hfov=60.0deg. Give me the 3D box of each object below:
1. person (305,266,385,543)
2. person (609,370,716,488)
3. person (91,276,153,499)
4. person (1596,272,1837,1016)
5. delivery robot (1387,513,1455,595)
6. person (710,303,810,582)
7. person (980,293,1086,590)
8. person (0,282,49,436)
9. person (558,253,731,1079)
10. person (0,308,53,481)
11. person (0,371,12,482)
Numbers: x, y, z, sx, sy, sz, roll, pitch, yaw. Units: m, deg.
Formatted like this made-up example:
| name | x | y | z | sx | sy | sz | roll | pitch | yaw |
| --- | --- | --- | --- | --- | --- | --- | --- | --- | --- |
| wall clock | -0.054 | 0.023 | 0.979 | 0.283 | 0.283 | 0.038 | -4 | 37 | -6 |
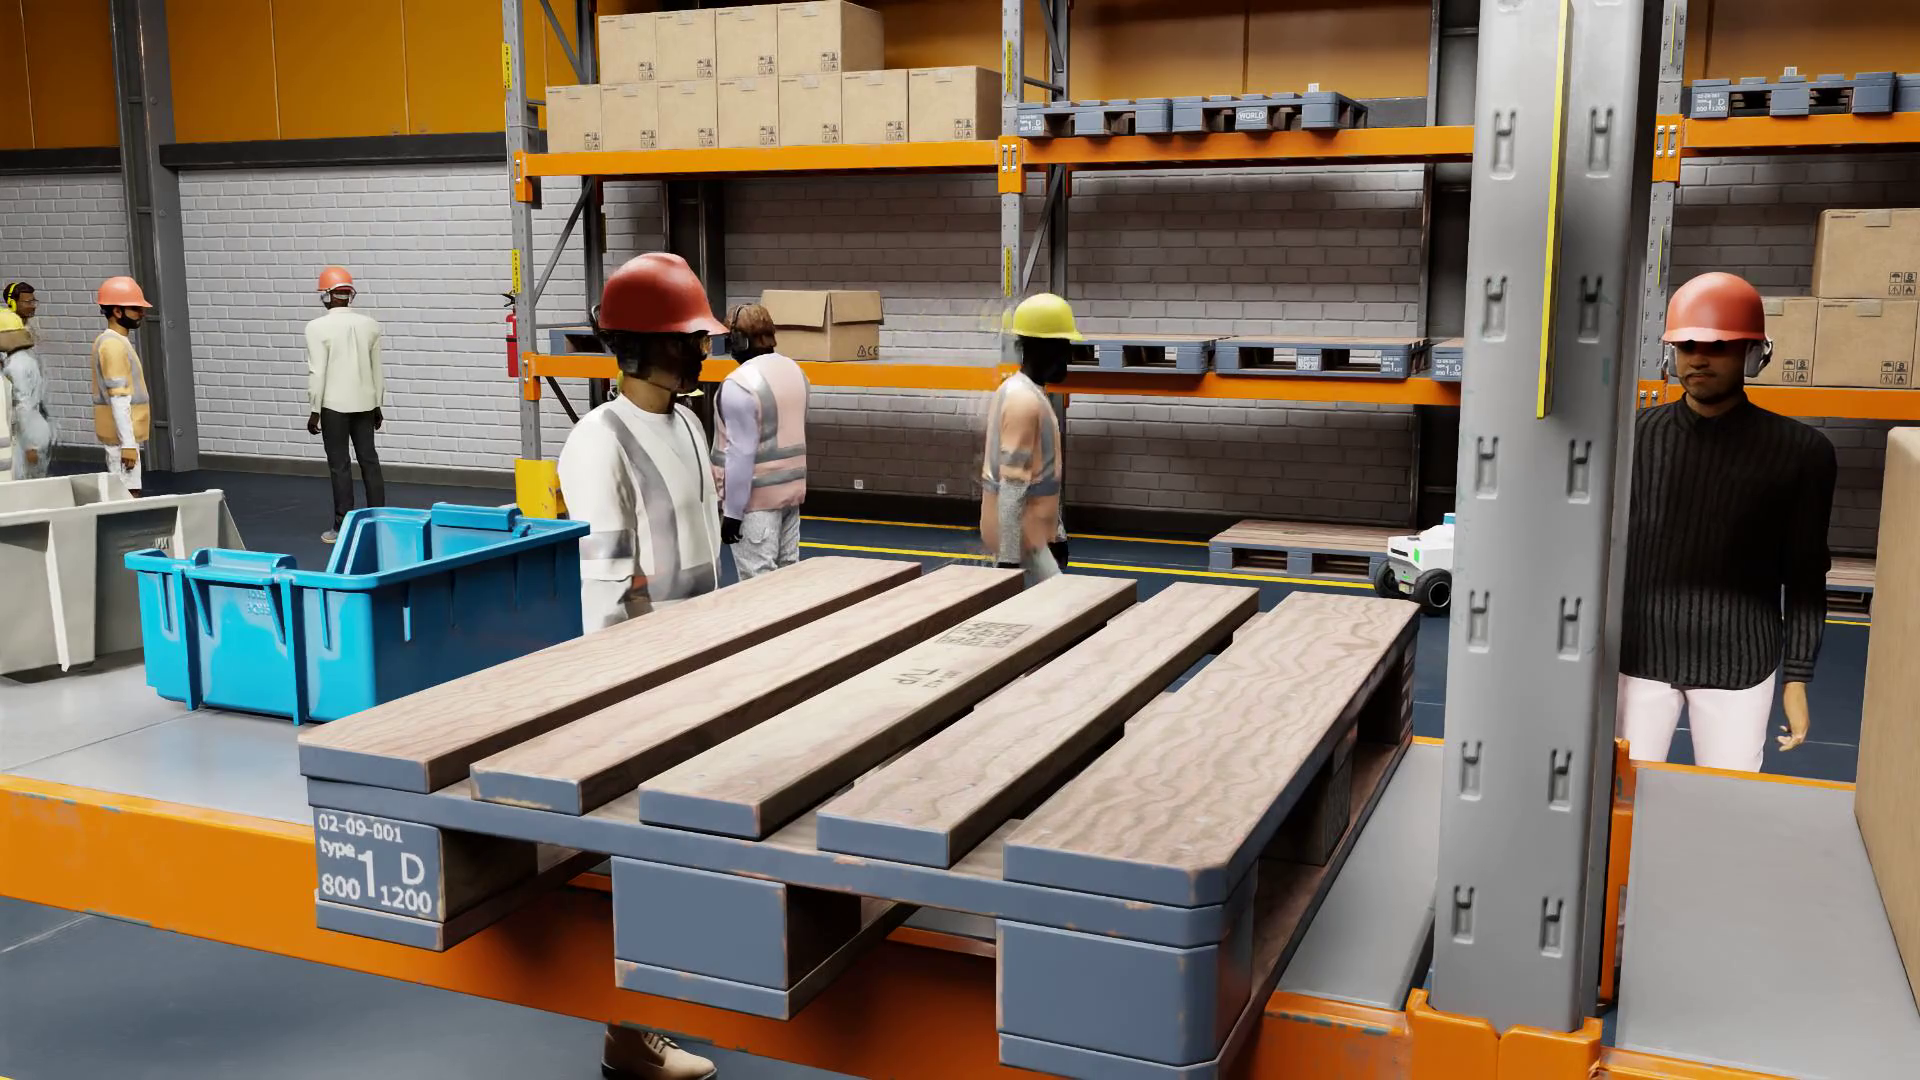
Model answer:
| name | x | y | z | sx | sy | sz | roll | pitch | yaw |
| --- | --- | --- | --- | --- | --- | --- | --- | --- | --- |
| person | -4.447 | -0.969 | 12.015 | 0.396 | 1.992 | 0.623 | 6 | 11 | 33 |
| person | -0.922 | 0.296 | 5.115 | 0.302 | 1.772 | 0.525 | 7 | 12 | 34 |
| person | -5.127 | -0.648 | 10.266 | 0.374 | 1.935 | 0.552 | -5 | 11 | -28 |
| person | 1.907 | 0.311 | 4.344 | 0.611 | 1.996 | 0.379 | 7 | 12 | 34 |
| delivery robot | 2.873 | 0.084 | 9.729 | 0.707 | 0.478 | 0.477 | -3 | 10 | -18 |
| person | -0.935 | -0.170 | 7.714 | 0.430 | 1.837 | 0.623 | 4 | 10 | 23 |
| person | 0.396 | -0.024 | 6.645 | 0.898 | 1.888 | 0.617 | 0 | 9 | 1 |
| person | -7.389 | -1.097 | 13.161 | 0.310 | 1.868 | 0.534 | -1 | 10 | -5 |
| person | -0.728 | 0.325 | 4.120 | 0.373 | 2.043 | 0.615 | 2 | 10 | 11 |
| person | -6.108 | -0.649 | 10.904 | 0.434 | 1.731 | 0.498 | -4 | 10 | -22 |
| person | -4.982 | -0.266 | 8.335 | 0.405 | 1.823 | 0.591 | 1 | 10 | 5 |
